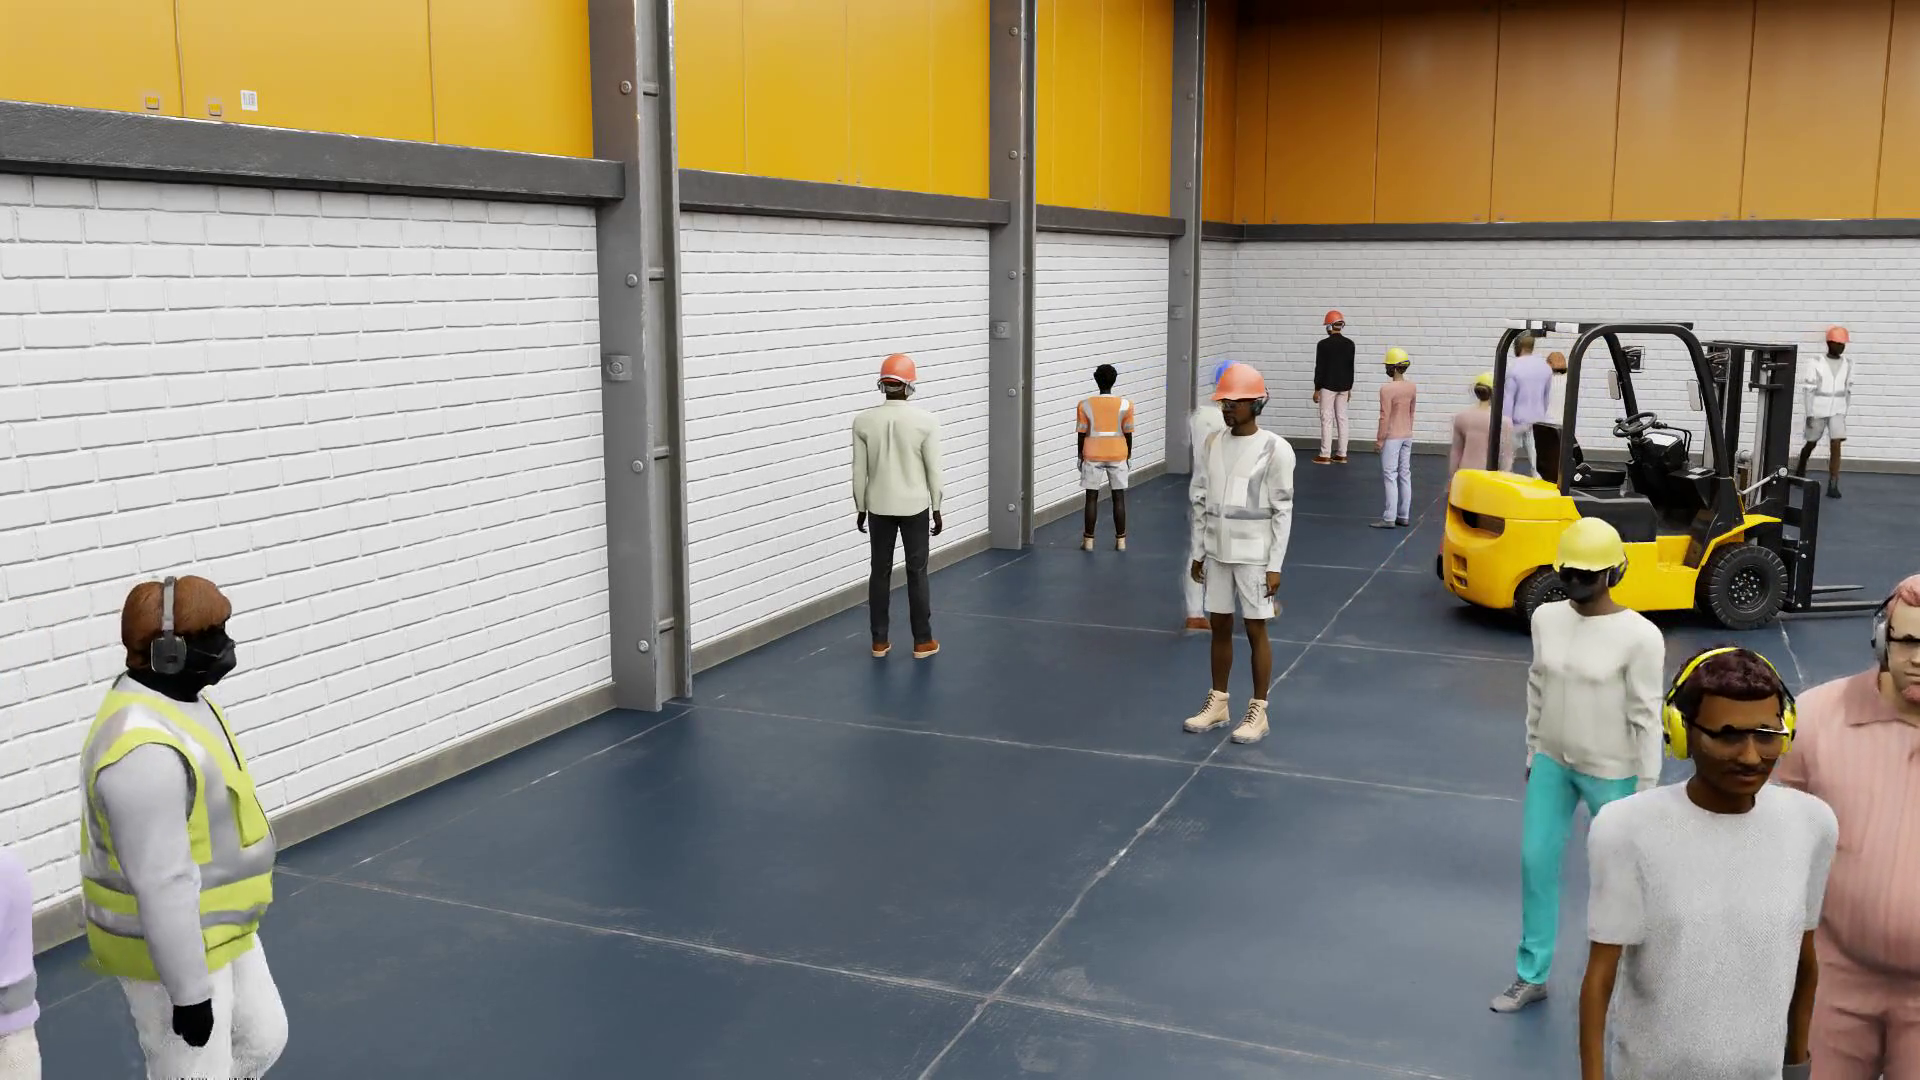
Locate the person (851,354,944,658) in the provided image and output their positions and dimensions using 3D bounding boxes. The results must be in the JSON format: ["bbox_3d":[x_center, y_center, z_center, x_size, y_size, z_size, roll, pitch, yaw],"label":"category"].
[{"bbox_3d":[-0.400,-0.218,10.895,0.611,1.996,0.378,2,10,11],"label":"person"}]

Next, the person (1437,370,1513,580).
[{"bbox_3d":[4.083,-0.468,13.185,0.550,1.748,0.551,-8,12,-39],"label":"person"}]

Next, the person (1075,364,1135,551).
[{"bbox_3d":[1.303,-0.734,14.958,0.532,1.691,0.322,0,9,1],"label":"person"}]

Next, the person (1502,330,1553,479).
[{"bbox_3d":[5.812,-1.233,17.362,0.655,1.888,0.983,-3,10,-19],"label":"person"}]

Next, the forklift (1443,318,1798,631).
[{"bbox_3d":[4.706,-0.497,11.990,2.313,2.155,1.214,-2,10,-10],"label":"forklift"}]

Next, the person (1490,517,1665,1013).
[{"bbox_3d":[2.226,0.761,5.777,0.782,1.734,0.525,-7,11,-35],"label":"person"}]

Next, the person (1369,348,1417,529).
[{"bbox_3d":[4.242,-0.988,16.261,0.525,1.769,0.310,-8,12,-40],"label":"person"}]

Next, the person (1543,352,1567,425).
[{"bbox_3d":[6.510,-1.248,18.256,0.500,1.627,0.273,-1,9,-9],"label":"person"}]

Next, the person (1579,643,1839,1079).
[{"bbox_3d":[1.467,1.121,3.234,0.540,1.838,0.788,1,9,3],"label":"person"}]

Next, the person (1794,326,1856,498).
[{"bbox_3d":[9.714,-1.461,18.695,0.537,1.912,0.901,1,9,8],"label":"person"}]

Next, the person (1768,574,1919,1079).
[{"bbox_3d":[2.224,0.988,3.939,0.650,1.886,0.737,6,11,32],"label":"person"}]

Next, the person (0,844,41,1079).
[{"bbox_3d":[-1.976,1.136,3.003,0.599,1.899,0.843,-5,11,-29],"label":"person"}]

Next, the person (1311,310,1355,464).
[{"bbox_3d":[4.837,-1.975,21.578,0.617,1.990,0.402,-5,11,-28],"label":"person"}]

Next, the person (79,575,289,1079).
[{"bbox_3d":[-1.900,0.986,4.103,0.437,1.830,0.653,-3,10,-18],"label":"person"}]

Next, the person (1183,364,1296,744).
[{"bbox_3d":[1.498,0.073,8.994,0.372,2.044,0.608,-9,13,-44],"label":"person"}]

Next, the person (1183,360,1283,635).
[{"bbox_3d":[1.922,-0.304,11.675,0.935,1.903,0.605,-8,12,-39],"label":"person"}]
